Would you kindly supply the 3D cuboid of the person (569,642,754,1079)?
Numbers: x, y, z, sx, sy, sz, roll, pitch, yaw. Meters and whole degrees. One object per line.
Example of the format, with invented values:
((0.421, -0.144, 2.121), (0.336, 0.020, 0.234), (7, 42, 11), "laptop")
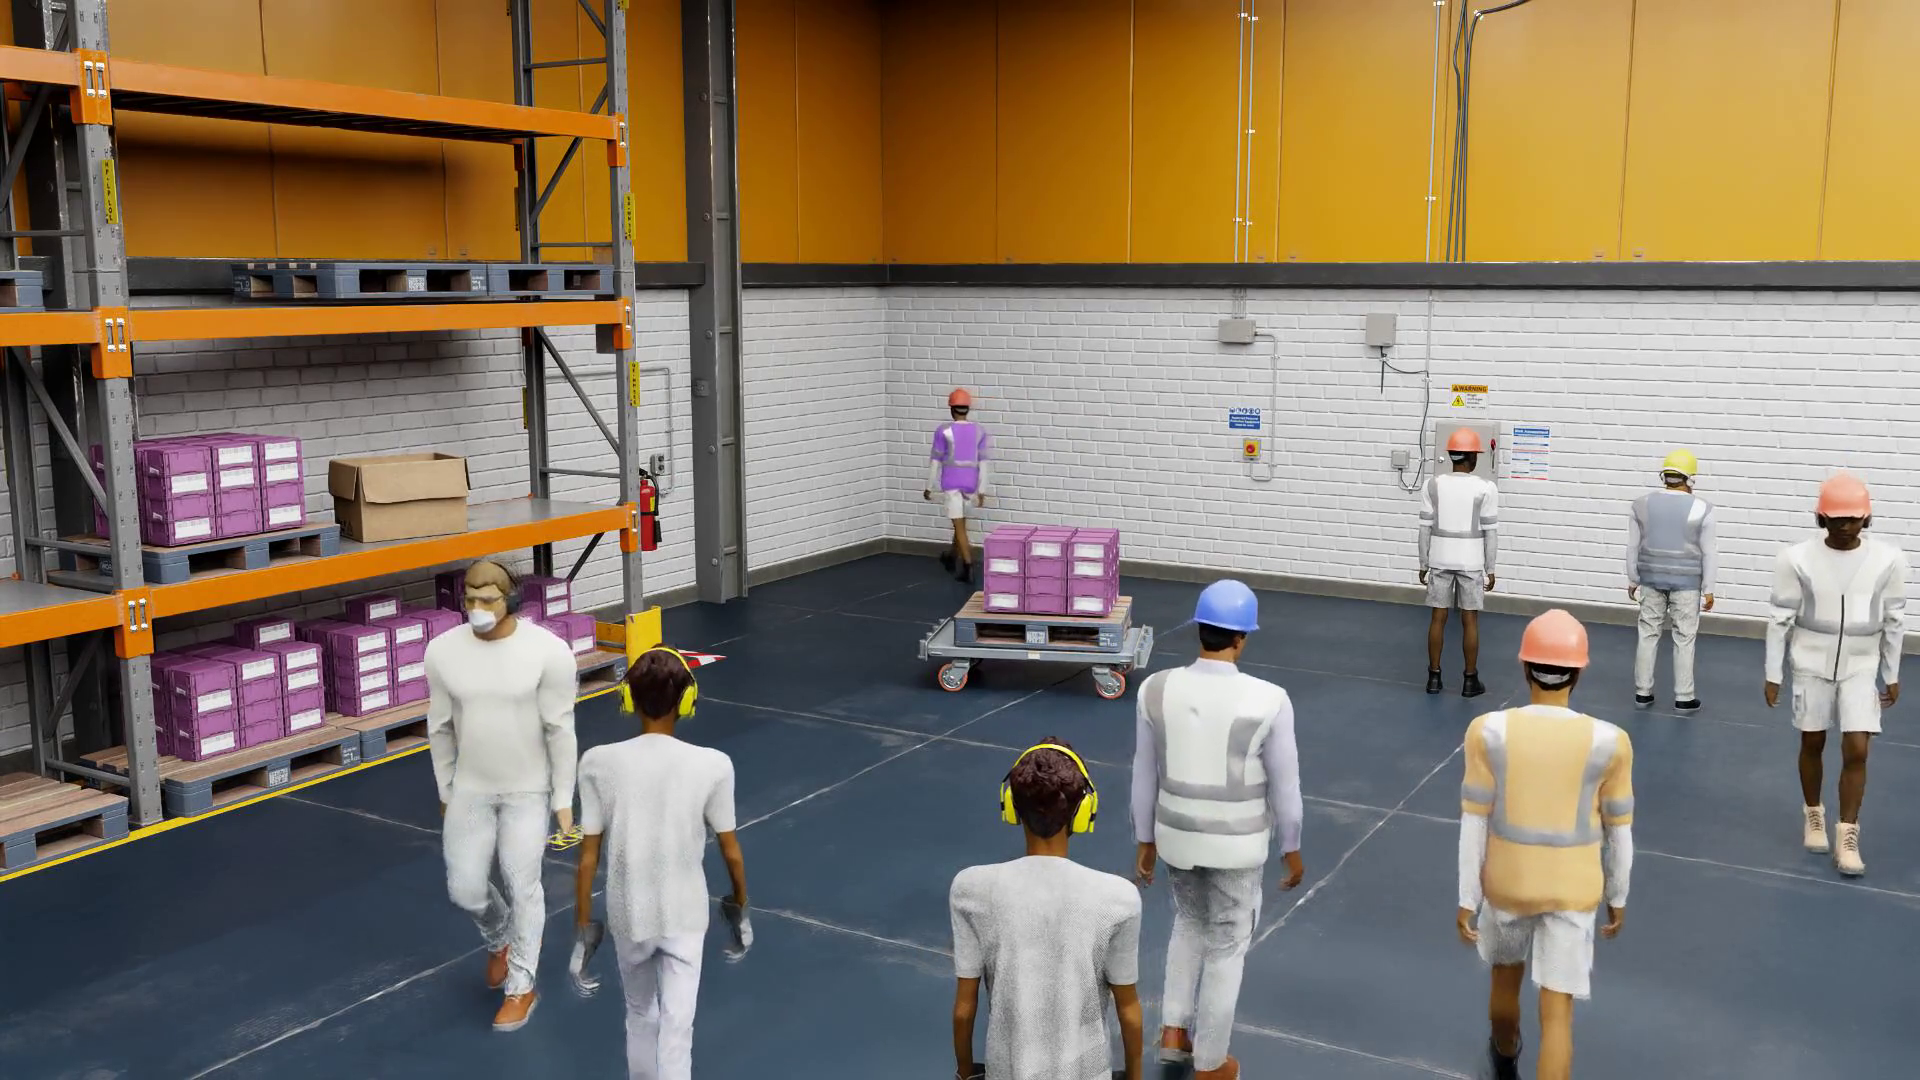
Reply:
((-0.968, 1.242, 5.494), (0.555, 1.833, 0.861), (0, 9, 0), "person")

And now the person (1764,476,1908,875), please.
((4.444, 0.679, 8.458), (0.640, 2.009, 0.831), (4, 10, 22), "person")

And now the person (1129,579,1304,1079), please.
((0.951, 1.100, 6.131), (0.612, 1.925, 0.453), (6, 11, 35), "person")

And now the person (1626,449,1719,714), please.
((4.932, 0.281, 11.523), (0.601, 1.827, 0.403), (7, 12, 39), "person")

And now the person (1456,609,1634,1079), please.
((2.036, 1.173, 5.796), (0.560, 1.879, 0.962), (4, 10, 22), "person")

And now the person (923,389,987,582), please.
((-0.037, -0.554, 16.566), (0.568, 1.885, 0.982), (-4, 10, -26), "person")

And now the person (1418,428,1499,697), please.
((3.577, 0.159, 11.956), (0.551, 1.933, 0.365), (4, 10, 26), "person")

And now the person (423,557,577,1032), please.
((-1.833, 1.009, 6.714), (0.629, 1.925, 0.477), (1, 9, 4), "person")

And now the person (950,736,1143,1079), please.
((0.229, 1.420, 4.288), (0.513, 1.872, 0.328), (1, 9, 8), "person")
